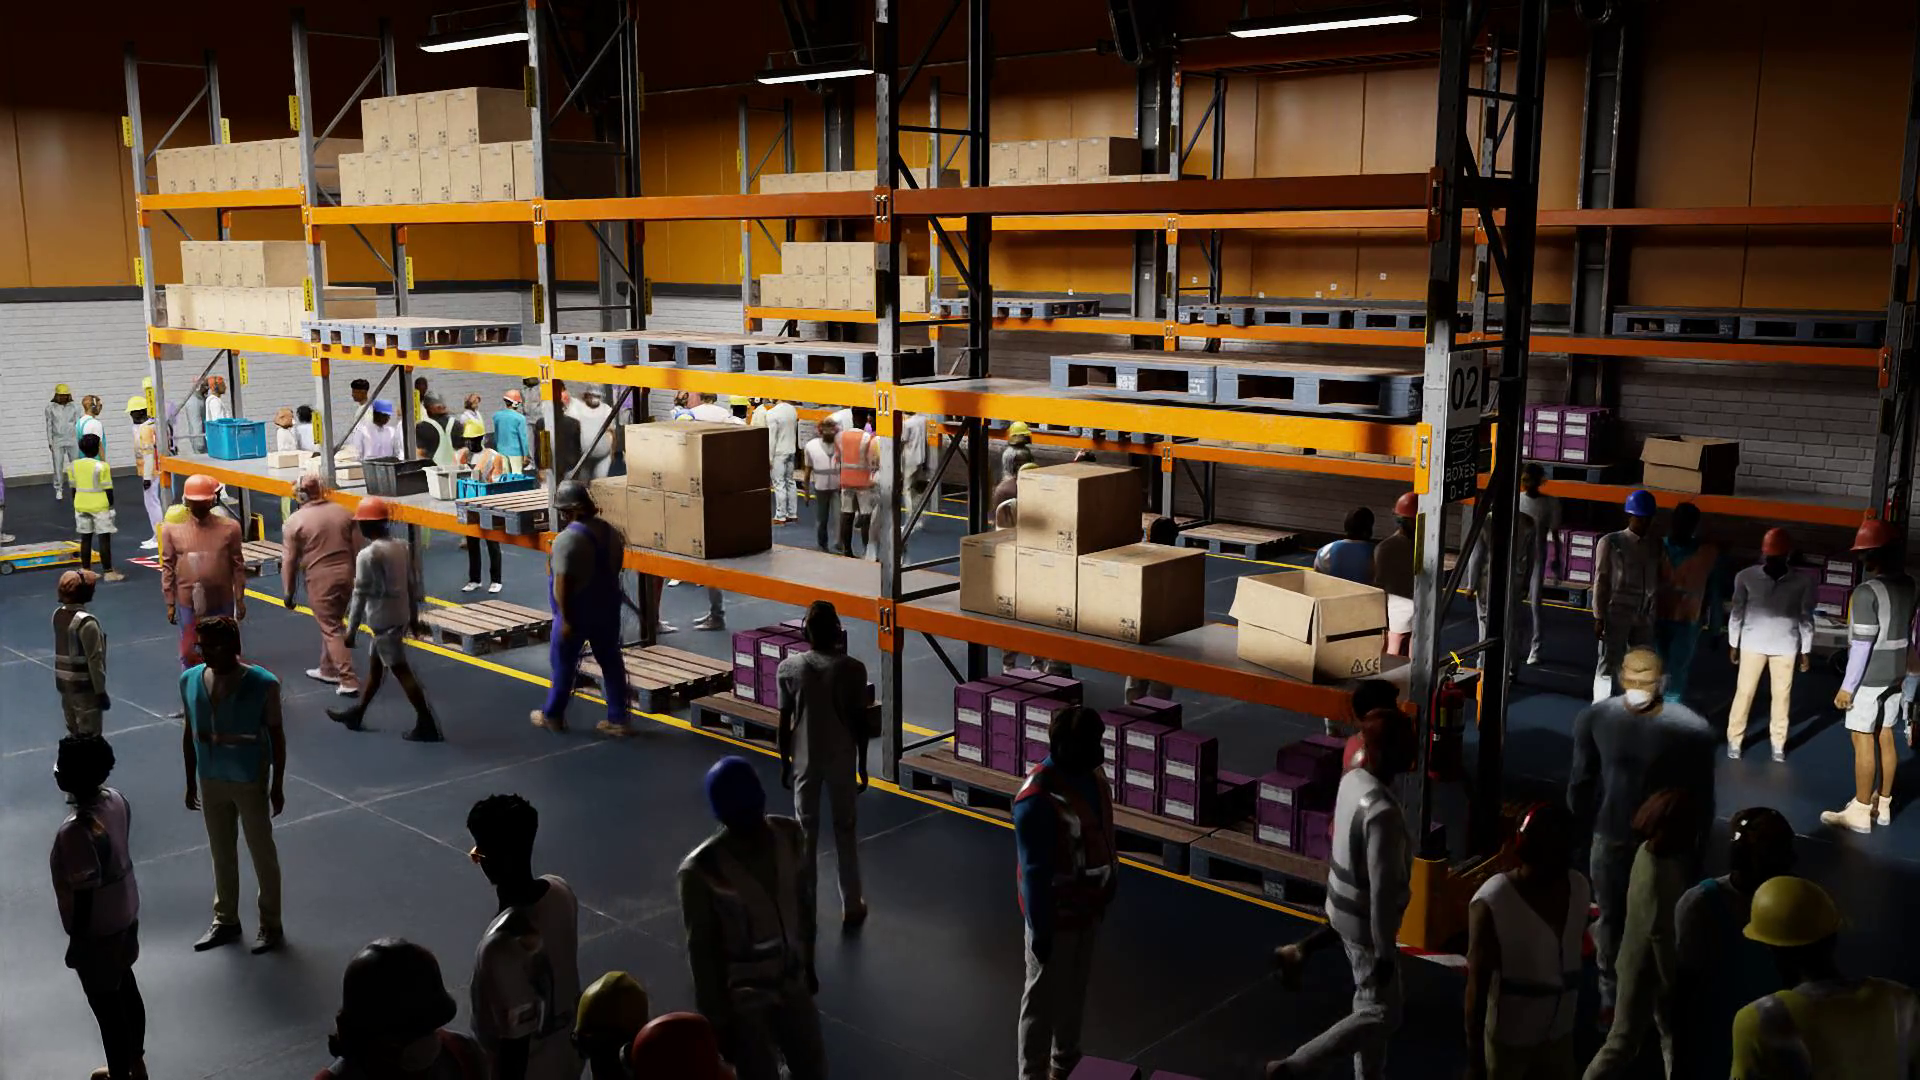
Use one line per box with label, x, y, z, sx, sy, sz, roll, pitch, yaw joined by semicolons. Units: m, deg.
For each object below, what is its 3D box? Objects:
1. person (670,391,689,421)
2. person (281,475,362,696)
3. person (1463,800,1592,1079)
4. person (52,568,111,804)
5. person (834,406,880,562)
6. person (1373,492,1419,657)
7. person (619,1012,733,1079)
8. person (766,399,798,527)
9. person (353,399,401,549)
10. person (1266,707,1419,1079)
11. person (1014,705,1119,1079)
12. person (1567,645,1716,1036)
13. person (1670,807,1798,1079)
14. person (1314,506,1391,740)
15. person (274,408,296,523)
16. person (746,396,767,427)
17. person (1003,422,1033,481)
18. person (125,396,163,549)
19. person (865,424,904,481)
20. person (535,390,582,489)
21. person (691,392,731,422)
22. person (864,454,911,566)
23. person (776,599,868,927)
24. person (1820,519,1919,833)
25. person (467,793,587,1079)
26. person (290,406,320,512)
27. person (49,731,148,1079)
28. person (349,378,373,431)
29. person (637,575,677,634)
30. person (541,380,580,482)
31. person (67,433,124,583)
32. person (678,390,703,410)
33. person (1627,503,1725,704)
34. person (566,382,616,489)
person;-4.152;-1.411;24.799;0.311;1.642;0.513;3;10;16
person;-5.390;0.379;14.073;0.936;1.859;0.668;7;12;33
person;2.031;1.804;6.148;0.574;1.817;0.864;-5;11;-28
person;-5.895;1.005;11.177;0.518;1.631;0.314;8;13;40
person;-1.194;-0.656;19.628;0.608;1.959;0.399;6;12;30
person;3.307;0.619;12.361;0.620;1.986;0.409;-6;12;-31
person;-0.792;2.116;4.590;0.356;1.736;0.579;-2;10;-14
person;-2.416;-1.145;22.495;0.373;1.931;0.624;5;11;25
person;-7.136;-0.769;20.418;0.430;1.916;0.639;8;13;37
person;1.669;1.617;7.057;0.624;1.867;0.574;0;10;-2
person;0.470;1.604;7.229;0.431;1.835;0.624;6;12;30
person;3.261;1.419;7.998;0.647;1.924;0.543;6;12;31
person;2.772;1.827;5.959;0.503;1.837;0.338;-2;10;-9
person;2.976;0.663;12.504;0.619;1.845;0.430;7;12;33
person;-8.946;-0.940;22.156;0.285;1.633;0.497;-4;11;-20
person;-2.953;-1.382;24.360;0.354;1.737;0.575;-2;10;-9
person;0.716;-0.513;19.465;0.367;1.739;0.508;9;13;41
person;-10.194;-0.852;20.872;0.399;1.912;0.596;-4;11;-23
person;-0.938;-0.910;21.181;0.391;1.924;0.549;10;14;44
person;-5.125;-0.936;21.250;0.662;1.945;0.509;-7;12;-33
person;-3.342;-1.109;22.254;0.630;1.940;0.372;1;10;6
person;-0.712;-0.183;17.676;0.845;1.706;0.497;5;11;25
person;-0.758;1.241;9.227;0.506;1.846;0.349;0;10;3
person;5.886;0.876;10.759;0.605;2.034;0.387;-6;12;-31
person;-1.472;1.810;5.675;0.373;1.963;0.607;1;10;5
person;-8.833;-1.008;22.621;0.544;1.599;1.016;-7;12;-33
person;-3.767;1.660;7.270;0.318;1.700;0.535;-2;10;-11
person;-8.233;-1.271;23.129;0.378;1.958;0.606;-6;12;-31
person;-3.007;-0.025;16.222;0.398;1.908;0.599;-6;12;-31
person;-5.718;-1.395;24.040;0.620;1.883;0.437;-6;12;-29
person;-9.717;-0.354;18.664;0.539;1.695;0.317;2;10;10
person;-4.129;-1.703;25.703;0.409;1.905;0.651;2;10;12
person;5.333;0.647;12.513;0.620;1.859;1.012;9;13;42
person;-5.035;-1.247;22.743;0.681;2.000;0.902;-3;11;-18
